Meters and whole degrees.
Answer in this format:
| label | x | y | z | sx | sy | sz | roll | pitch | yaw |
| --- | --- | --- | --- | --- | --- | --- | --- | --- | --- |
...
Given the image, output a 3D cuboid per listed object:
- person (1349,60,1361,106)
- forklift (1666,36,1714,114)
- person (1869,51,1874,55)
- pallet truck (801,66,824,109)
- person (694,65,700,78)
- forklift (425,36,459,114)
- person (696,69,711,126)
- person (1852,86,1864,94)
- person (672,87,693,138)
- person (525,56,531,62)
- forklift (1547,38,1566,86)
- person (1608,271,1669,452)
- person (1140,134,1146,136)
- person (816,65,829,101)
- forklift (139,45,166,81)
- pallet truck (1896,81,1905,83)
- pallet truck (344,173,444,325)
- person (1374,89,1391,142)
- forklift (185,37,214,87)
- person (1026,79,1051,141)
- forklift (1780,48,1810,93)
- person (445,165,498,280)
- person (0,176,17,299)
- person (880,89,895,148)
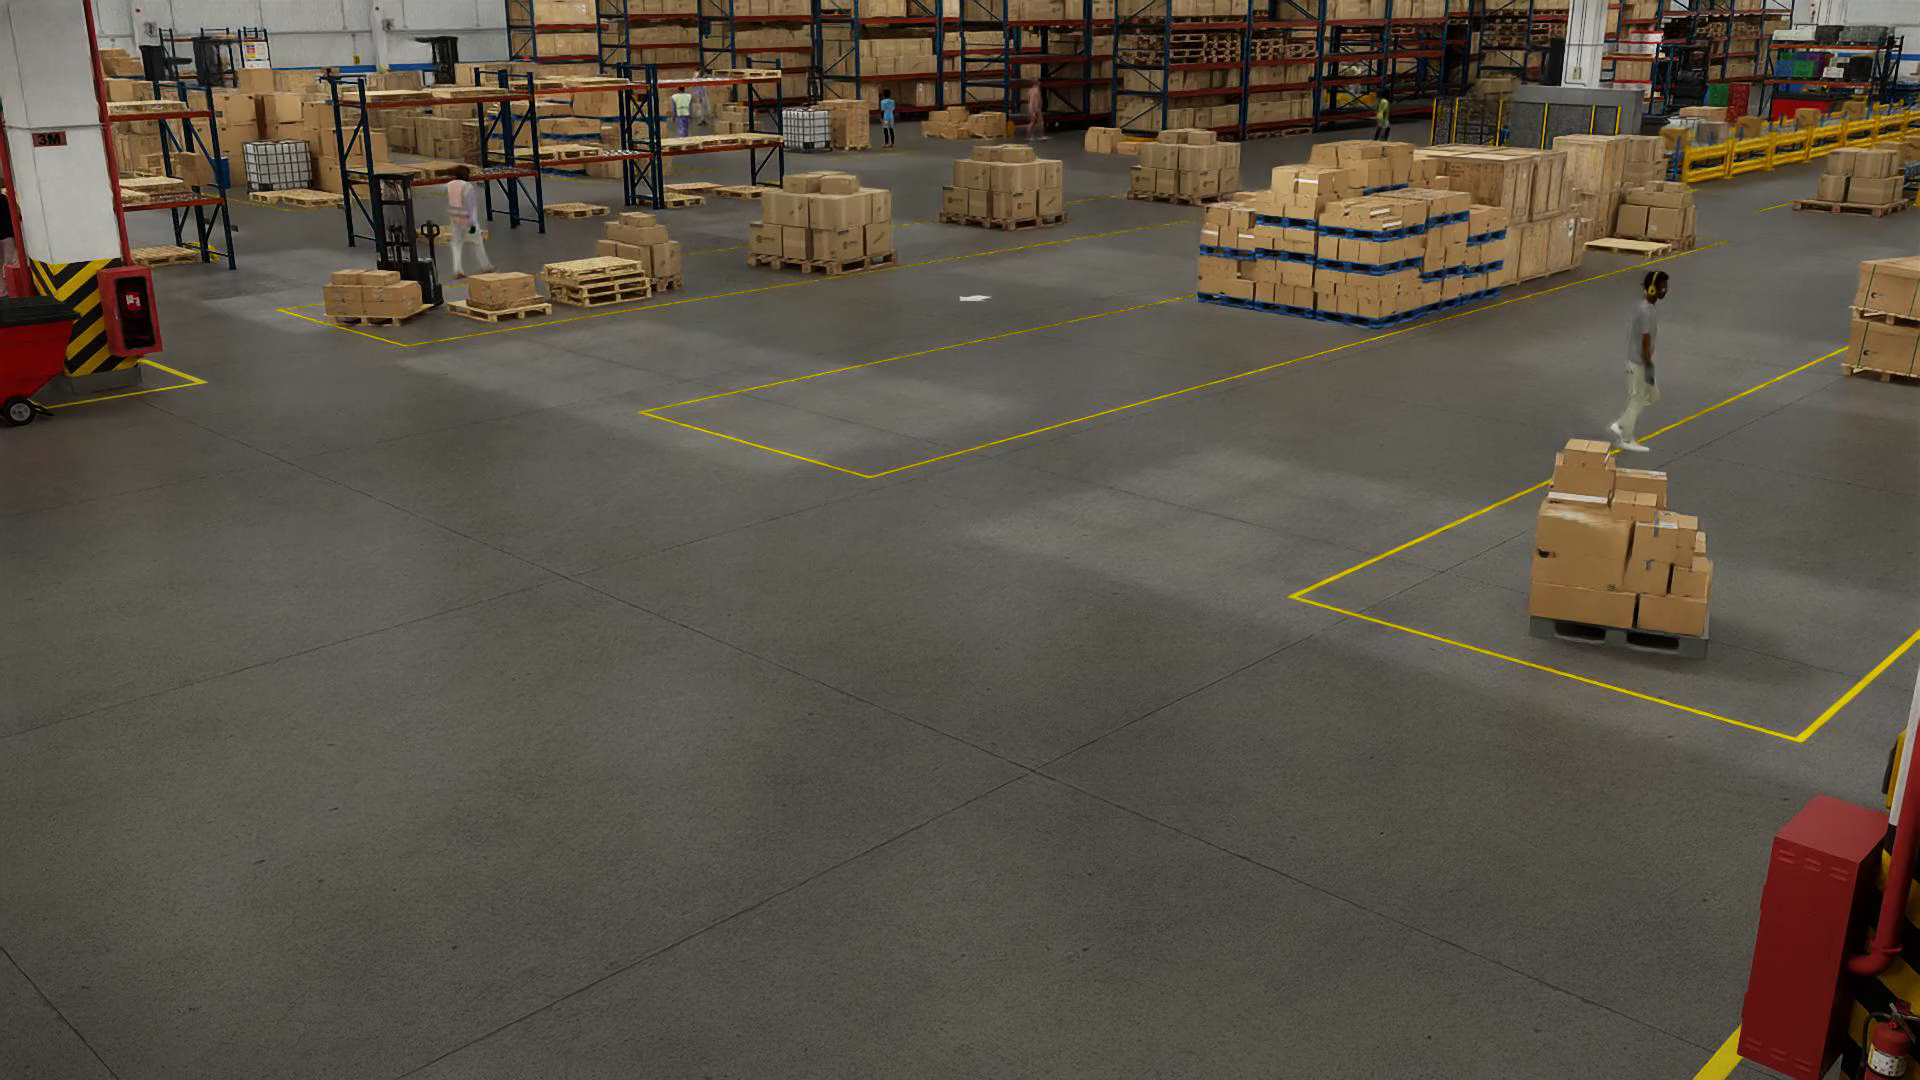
| label | x | y | z | sx | sy | sz | roll | pitch | yaw |
| --- | --- | --- | --- | --- | --- | --- | --- | --- | --- |
| person | 15.930 | -18.394 | 66.828 | 0.580 | 1.827 | 0.526 | -17 | 25 | -42 |
| forklift | 27.341 | -17.291 | 61.877 | 1.129 | 2.768 | 1.873 | 17 | 25 | 41 |
| person | 43.131 | -22.311 | 78.848 | 0.501 | 1.692 | 0.902 | -4 | 19 | -12 |
| pallet truck | -4.812 | -15.182 | 56.903 | 0.823 | 1.965 | 1.885 | -9 | 21 | -26 |
| person | -10.411 | -18.055 | 66.133 | 0.456 | 1.624 | 0.532 | -14 | 23 | -37 |
| forklift | -18.949 | -17.311 | 61.939 | 1.129 | 2.768 | 1.873 | 17 | 25 | 41 |
| person | -8.790 | -15.100 | 56.779 | 0.459 | 1.919 | 0.628 | 8 | 20 | 23 |
| person | 32.612 | -16.190 | 60.409 | 0.537 | 1.696 | 0.318 | -7 | 20 | -20 |
| person | -8.163 | -12.510 | 49.010 | 0.595 | 1.901 | 0.667 | -6 | 19 | -17 |
| person | -17.451 | -18.616 | 67.372 | 0.648 | 1.932 | 0.992 | -5 | 19 | -16 |
| forklift | 21.472 | -16.695 | 60.082 | 1.873 | 2.768 | 1.129 | 2 | 18 | 5 |
| person | 6.917 | -1.791 | 16.785 | 0.376 | 1.851 | 0.517 | 10 | 21 | 28 |
| person | 6.024 | -13.876 | 53.142 | 0.543 | 1.900 | 0.974 | 13 | 22 | 34 |
| person | -4.867 | -15.909 | 59.189 | 0.603 | 1.945 | 0.700 | 16 | 24 | 39 |
| forklift | -25.287 | -14.121 | 52.325 | 1.129 | 2.768 | 1.873 | 17 | 25 | 41 |
| pallet truck | 34.802 | -16.331 | 61.455 | 0.653 | 1.274 | 1.630 | 17 | 25 | 41 |
| pallet truck | -8.209 | -4.181 | 23.757 | 0.823 | 1.965 | 1.885 | 3 | 19 | 9 |
| person | 12.603 | -12.486 | 49.261 | 0.650 | 1.672 | 0.548 | -1 | 18 | -2 |
| forklift | -27.859 | -17.141 | 61.425 | 1.873 | 2.768 | 1.129 | 1 | 18 | 3 |
| person | 2.442 | -13.260 | 51.321 | 0.877 | 1.862 | 0.684 | -6 | 19 | -18 |
| forklift | 35.982 | -20.112 | 70.377 | 1.873 | 2.768 | 1.129 | 17 | 25 | 41 |
| person | -7.993 | -5.187 | 27.079 | 0.639 | 1.800 | 0.899 | 9 | 20 | 24 |
| person | -14.319 | -4.541 | 24.844 | 0.611 | 1.997 | 0.375 | 5 | 19 | 14 |
| person | -2.144 | -12.438 | 49.104 | 0.317 | 1.695 | 0.540 | 16 | 24 | 40 |
